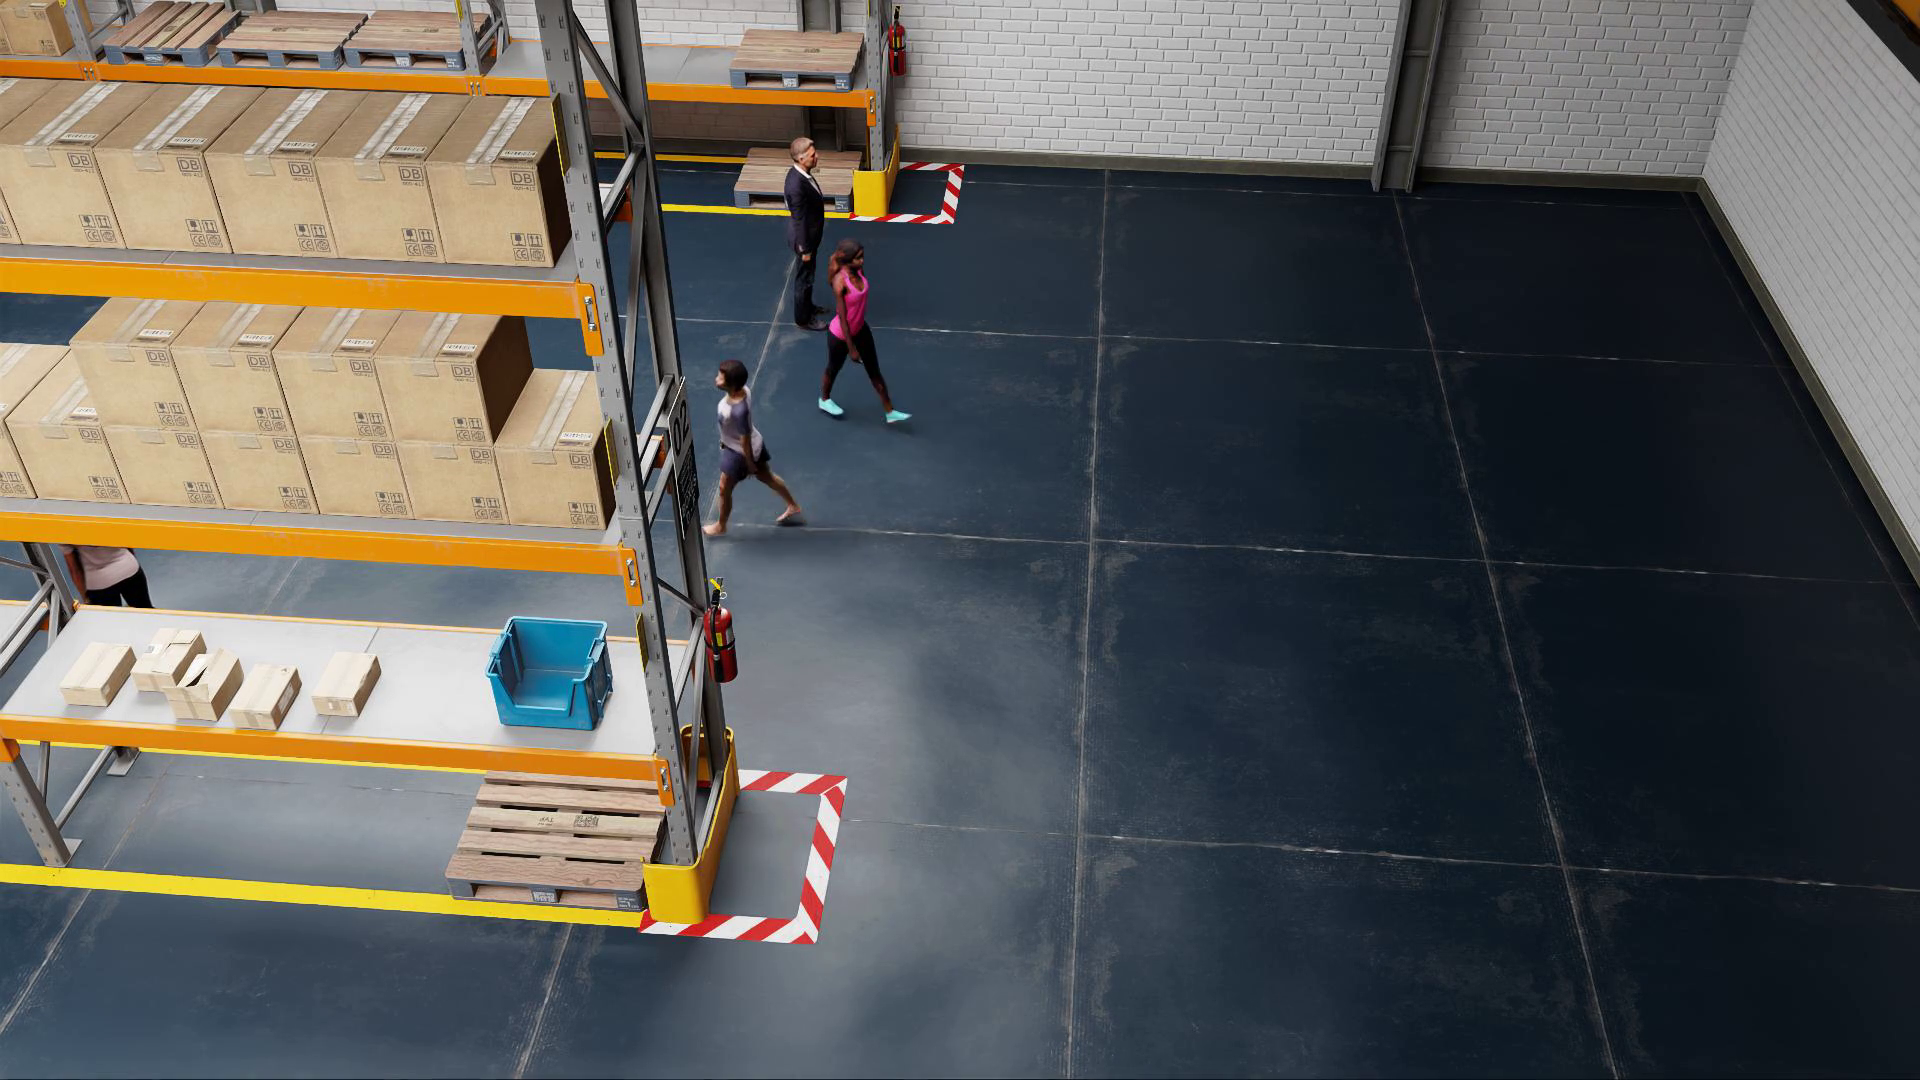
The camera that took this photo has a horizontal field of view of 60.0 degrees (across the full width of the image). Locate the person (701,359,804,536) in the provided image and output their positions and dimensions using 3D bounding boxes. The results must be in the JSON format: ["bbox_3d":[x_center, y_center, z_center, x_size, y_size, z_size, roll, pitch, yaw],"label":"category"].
[{"bbox_3d":[-1.550,-0.695,12.474,1.050,1.529,0.643,-2,39,-3],"label":"person"}]

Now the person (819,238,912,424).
[{"bbox_3d":[-0.990,-1.701,13.616,1.165,1.675,0.954,25,45,28],"label":"person"}]

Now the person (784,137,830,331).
[{"bbox_3d":[-1.386,-2.740,14.807,0.612,1.812,0.704,-1,39,-1],"label":"person"}]
